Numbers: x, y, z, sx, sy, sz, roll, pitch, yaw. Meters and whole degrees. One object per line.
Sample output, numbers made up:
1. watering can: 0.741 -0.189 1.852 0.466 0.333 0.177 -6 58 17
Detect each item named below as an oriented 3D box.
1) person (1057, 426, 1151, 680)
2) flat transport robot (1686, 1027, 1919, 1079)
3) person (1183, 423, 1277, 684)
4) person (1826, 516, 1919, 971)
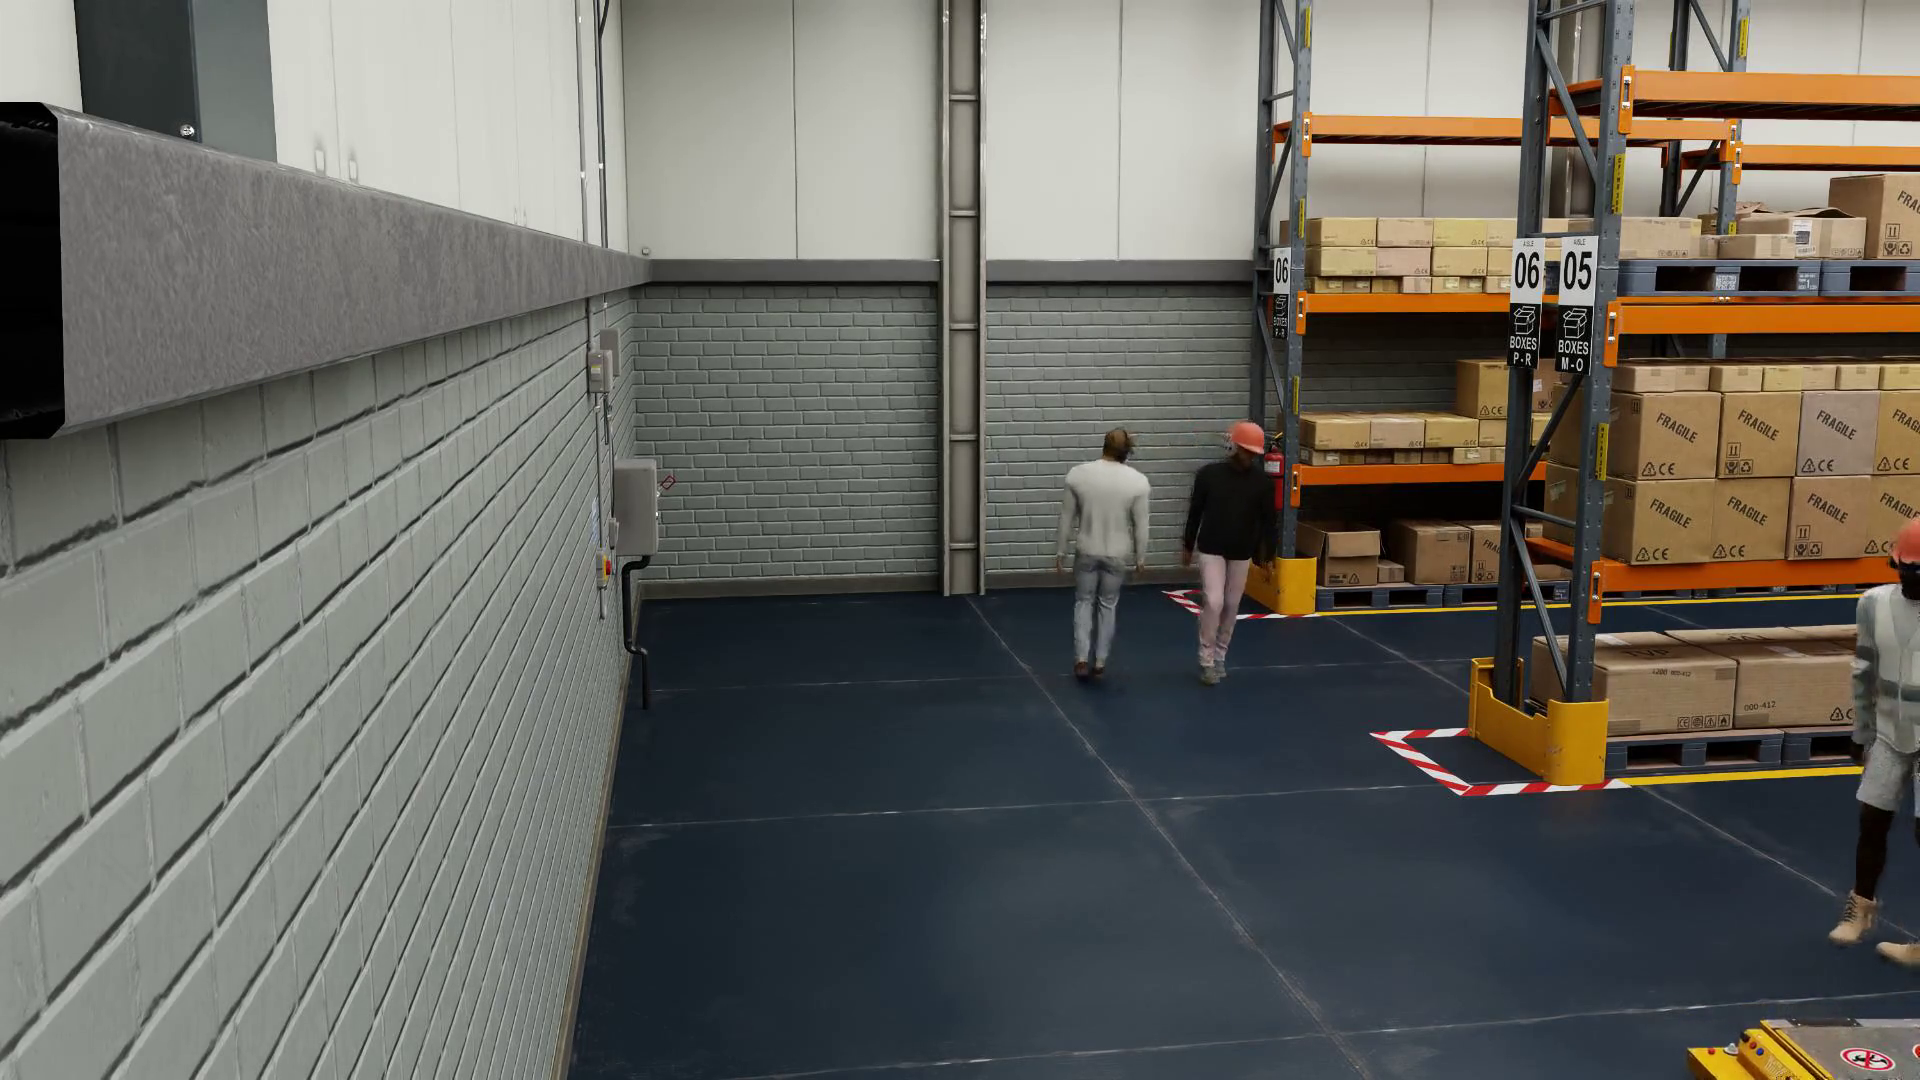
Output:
1. person: 1.060 0.109 12.256 0.676 1.903 0.443 2 9 11
2. flat transport robot: 3.454 1.944 5.946 1.431 0.197 0.652 0 9 -1
3. person: 1.988 0.094 12.229 0.643 1.936 0.671 0 9 -2
4. person: 4.133 0.872 7.246 0.478 2.013 0.645 -4 10 -24
